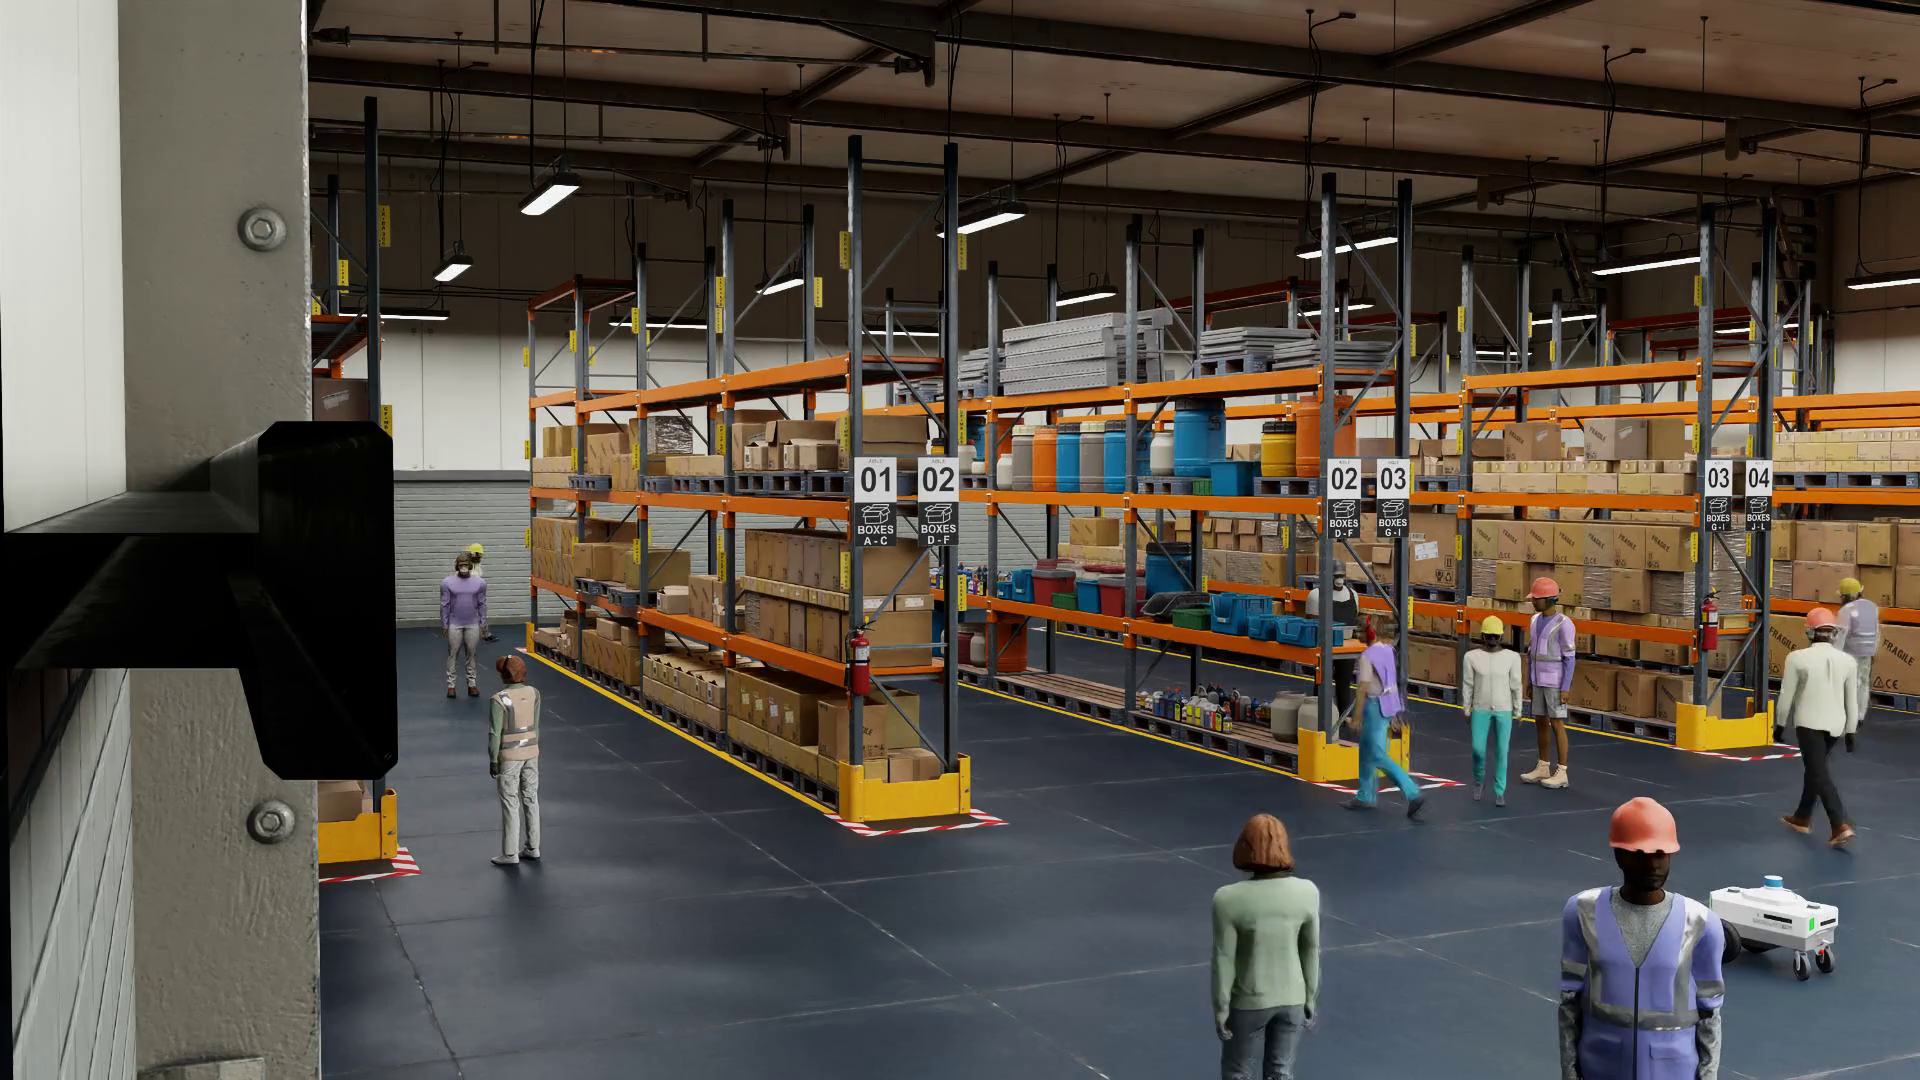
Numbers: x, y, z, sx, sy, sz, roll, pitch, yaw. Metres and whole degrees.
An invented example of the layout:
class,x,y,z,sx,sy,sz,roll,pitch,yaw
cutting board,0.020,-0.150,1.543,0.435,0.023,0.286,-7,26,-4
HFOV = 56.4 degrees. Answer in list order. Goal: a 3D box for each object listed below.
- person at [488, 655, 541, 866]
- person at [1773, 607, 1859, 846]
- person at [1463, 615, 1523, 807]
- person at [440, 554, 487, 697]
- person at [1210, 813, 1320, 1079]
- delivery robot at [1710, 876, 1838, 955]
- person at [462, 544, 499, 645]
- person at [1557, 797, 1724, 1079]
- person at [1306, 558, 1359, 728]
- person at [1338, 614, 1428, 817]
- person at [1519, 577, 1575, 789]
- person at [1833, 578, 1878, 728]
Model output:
class,x,y,z,sx,sy,sz,roll,pitch,yaw
person,-3.489,1.717,14.058,0.315,1.629,0.508,1,3,33
person,7.179,1.534,14.919,0.603,1.950,1.049,0,2,-10
person,4.891,1.567,16.448,0.530,1.754,0.388,1,2,15
person,-6.782,1.164,24.494,0.629,1.940,0.379,-1,2,-24
person,1.303,1.972,7.559,0.504,1.620,0.477,0,2,-12
delivery robot,5.051,2.333,11.127,0.477,0.478,0.707,-2,3,-37
person,-8.556,0.965,31.614,0.916,1.775,0.615,1,2,21
person,2.368,1.861,6.259,0.546,1.942,0.346,1,2,24
person,4.506,1.253,21.418,0.692,2.000,0.537,-1,2,-19
person,3.782,1.556,15.980,0.806,1.811,0.571,1,2,27
person,5.717,1.383,17.473,0.386,2.039,0.615,-1,2,-19
person,10.705,1.357,21.427,0.638,1.797,0.413,-1,2,-18
